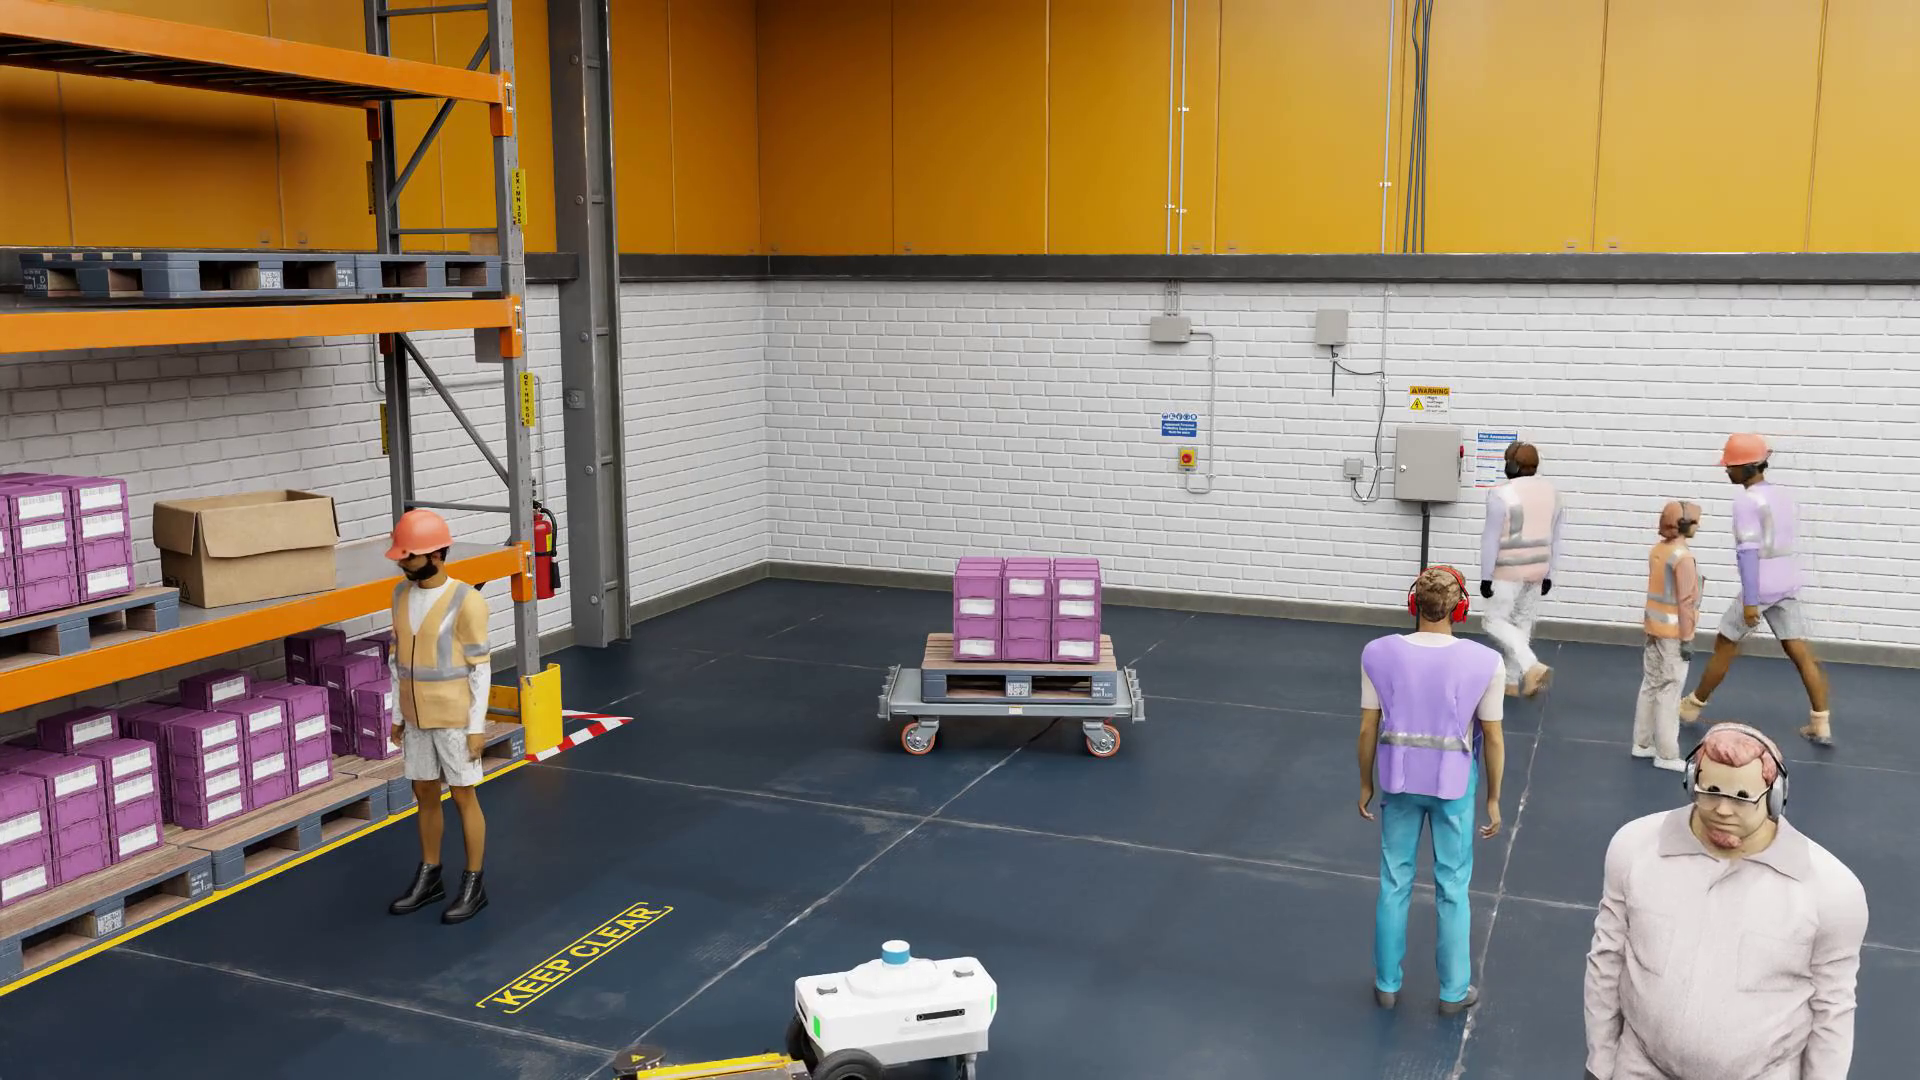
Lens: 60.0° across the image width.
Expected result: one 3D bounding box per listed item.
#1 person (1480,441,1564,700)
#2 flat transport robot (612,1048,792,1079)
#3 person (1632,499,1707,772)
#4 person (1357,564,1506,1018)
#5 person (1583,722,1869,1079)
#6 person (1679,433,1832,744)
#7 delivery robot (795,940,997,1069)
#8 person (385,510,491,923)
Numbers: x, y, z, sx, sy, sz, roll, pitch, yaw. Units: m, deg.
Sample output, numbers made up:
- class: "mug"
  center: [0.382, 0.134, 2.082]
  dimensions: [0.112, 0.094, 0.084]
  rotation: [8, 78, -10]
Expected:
- class: "person"
  center: [3.901, 0.234, 11.514]
  dimensions: [0.629, 1.828, 0.645]
  rotation: [-4, 10, -24]
- class: "flat transport robot"
  center: [-0.739, 2.020, 5.395]
  dimensions: [0.652, 0.197, 1.431]
  rotation: [-3, 10, -16]
- class: "person"
  center: [4.293, 0.571, 10.046]
  dimensions: [0.309, 1.638, 0.518]
  rotation: [0, 9, 0]
- class: "person"
  center: [1.891, 1.017, 6.718]
  dimensions: [0.570, 1.841, 0.377]
  rotation: [4, 10, 23]
- class: "person"
  center: [1.908, 1.394, 4.254]
  dimensions: [0.641, 1.905, 0.410]
  rotation: [6, 11, 34]
- class: "person"
  center: [5.130, 0.301, 10.691]
  dimensions: [0.704, 1.959, 1.106]
  rotation: [-7, 12, -37]
- class: "delivery robot"
  center: [-0.232, 1.715, 6.101]
  dimensions: [0.707, 0.478, 0.477]
  rotation: [-3, 10, -17]
- class: "person"
  center: [-2.428, 0.812, 7.695]
  dimensions: [0.542, 1.931, 0.375]
  rotation: [4, 10, 25]
